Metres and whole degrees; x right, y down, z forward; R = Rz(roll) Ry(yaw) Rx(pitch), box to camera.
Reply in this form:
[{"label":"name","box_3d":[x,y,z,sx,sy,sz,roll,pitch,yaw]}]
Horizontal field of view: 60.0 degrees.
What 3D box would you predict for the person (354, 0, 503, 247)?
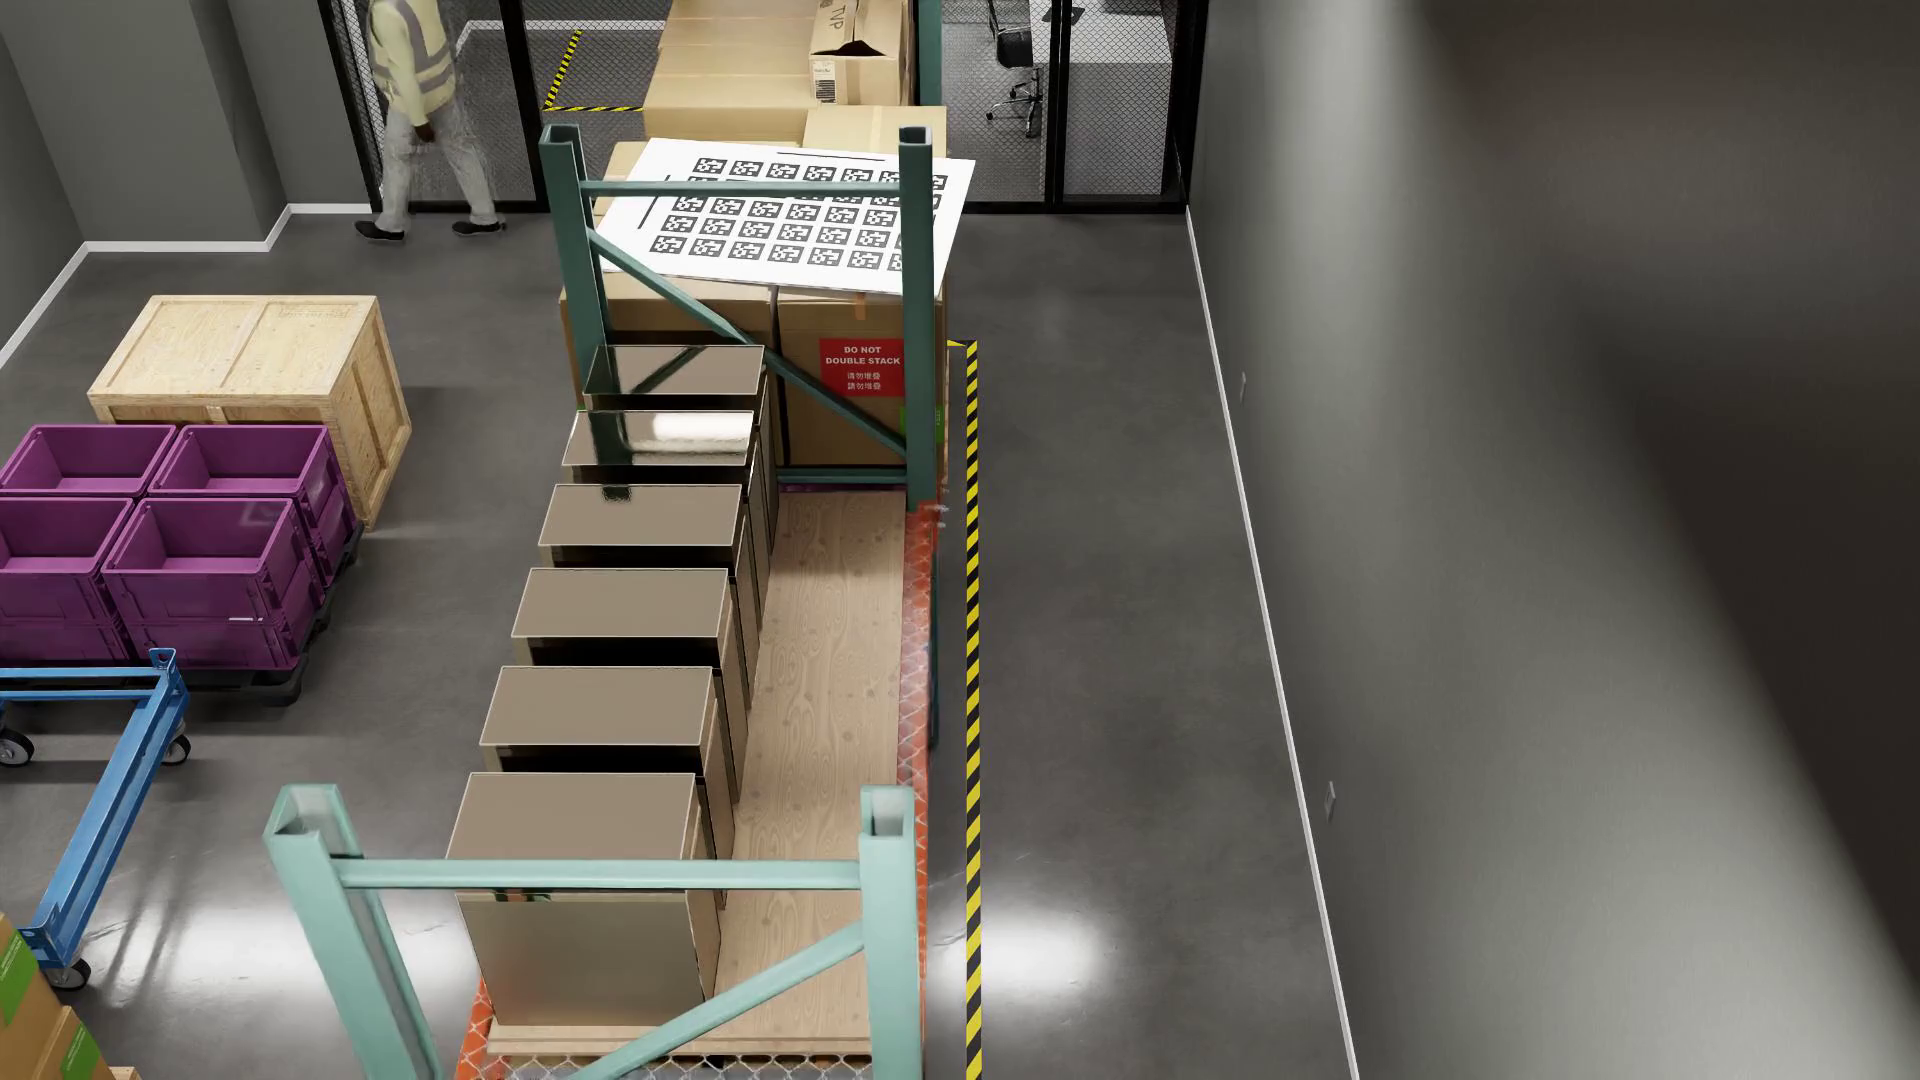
[{"label":"person","box_3d":[-2.950,-2.374,8.708,0.862,1.795,0.602,5,41,6]}]
